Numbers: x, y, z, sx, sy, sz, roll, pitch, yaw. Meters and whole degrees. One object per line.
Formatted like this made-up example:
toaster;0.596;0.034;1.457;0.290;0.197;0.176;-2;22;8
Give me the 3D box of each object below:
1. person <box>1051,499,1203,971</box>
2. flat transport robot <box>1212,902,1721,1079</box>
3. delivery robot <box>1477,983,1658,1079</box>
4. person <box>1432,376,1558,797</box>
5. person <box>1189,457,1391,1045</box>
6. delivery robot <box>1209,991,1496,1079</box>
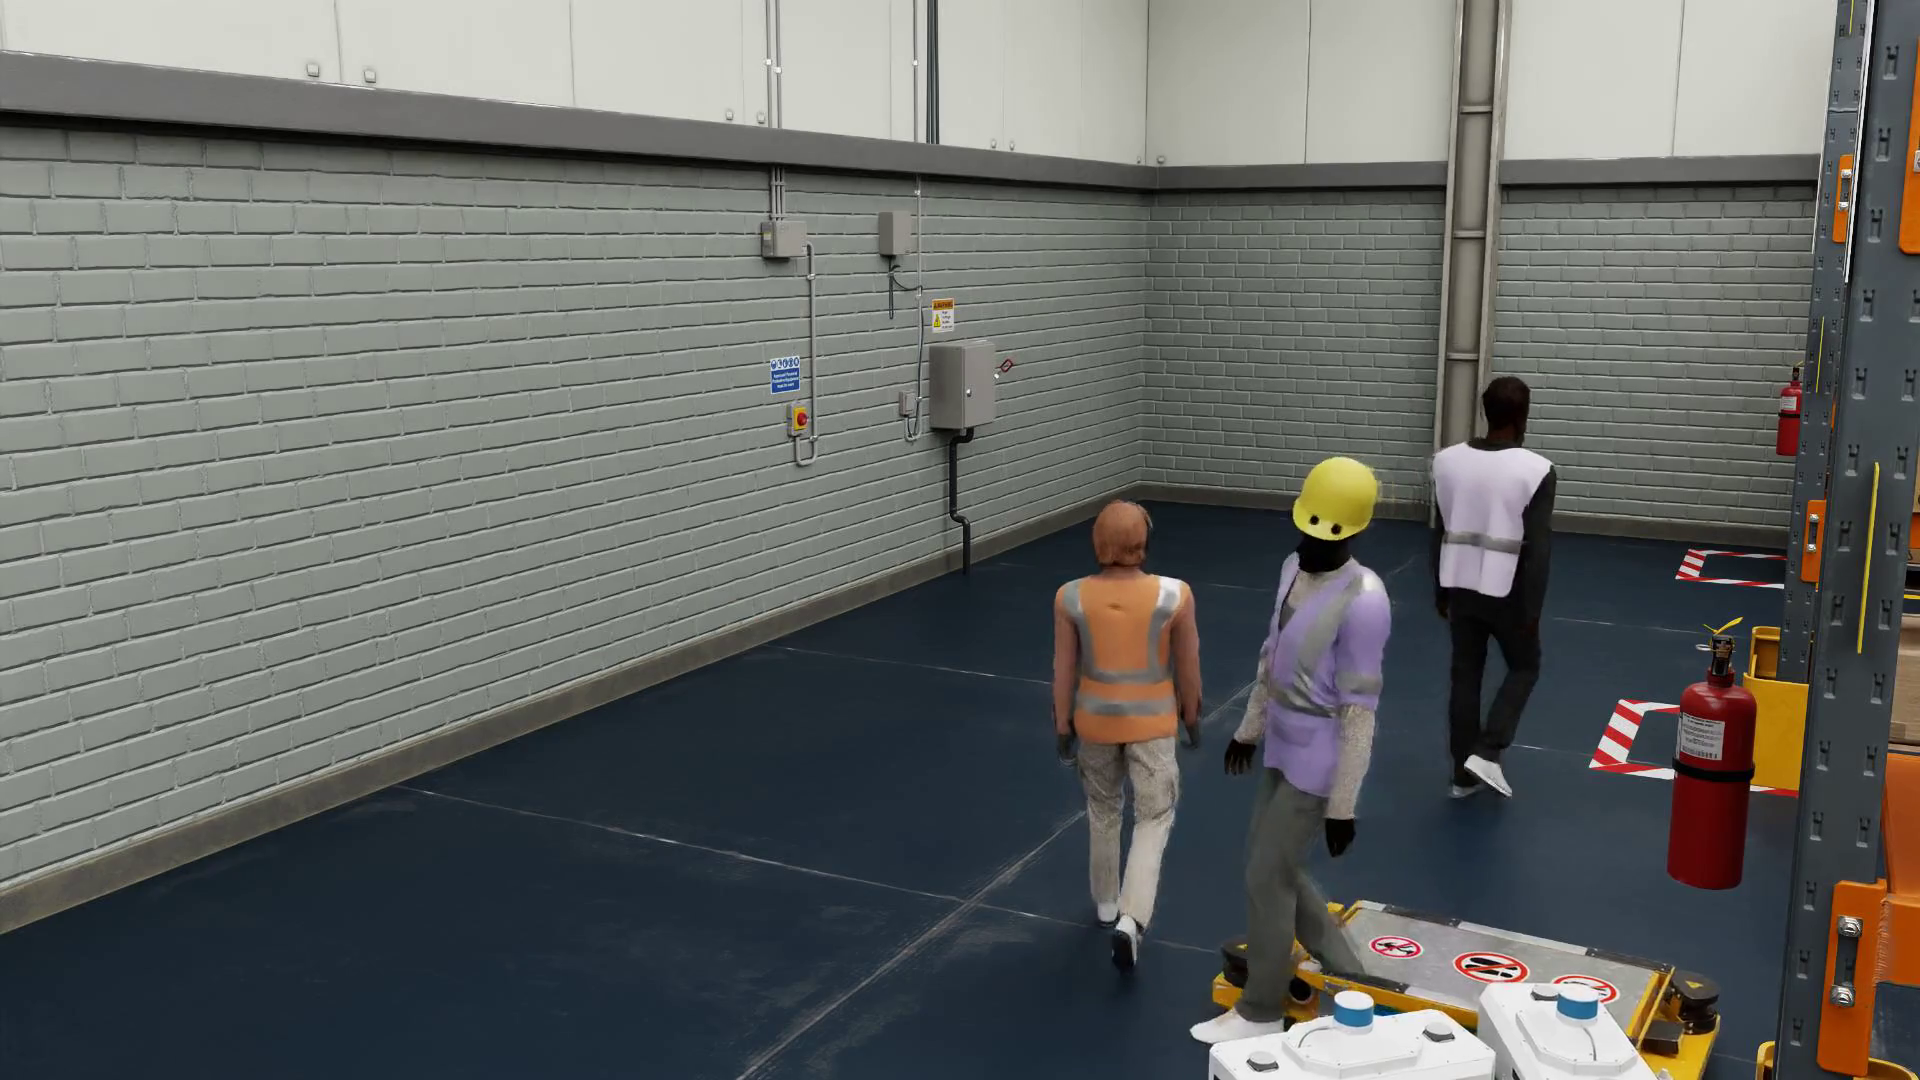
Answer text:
person;0.567;0.663;5.792;0.522;1.613;0.711;3;11;16
flat transport robot;1.594;1.430;5.278;1.431;0.197;0.652;6;12;31
delivery robot;1.606;1.409;4.359;0.477;0.478;0.707;0;10;3
person;2.358;0.224;7.411;0.590;1.904;0.447;10;14;43
person;1.017;0.662;5.075;0.545;1.878;0.657;0;10;-1
delivery robot;1.012;1.416;4.319;0.707;0.478;0.477;-3;11;-17
